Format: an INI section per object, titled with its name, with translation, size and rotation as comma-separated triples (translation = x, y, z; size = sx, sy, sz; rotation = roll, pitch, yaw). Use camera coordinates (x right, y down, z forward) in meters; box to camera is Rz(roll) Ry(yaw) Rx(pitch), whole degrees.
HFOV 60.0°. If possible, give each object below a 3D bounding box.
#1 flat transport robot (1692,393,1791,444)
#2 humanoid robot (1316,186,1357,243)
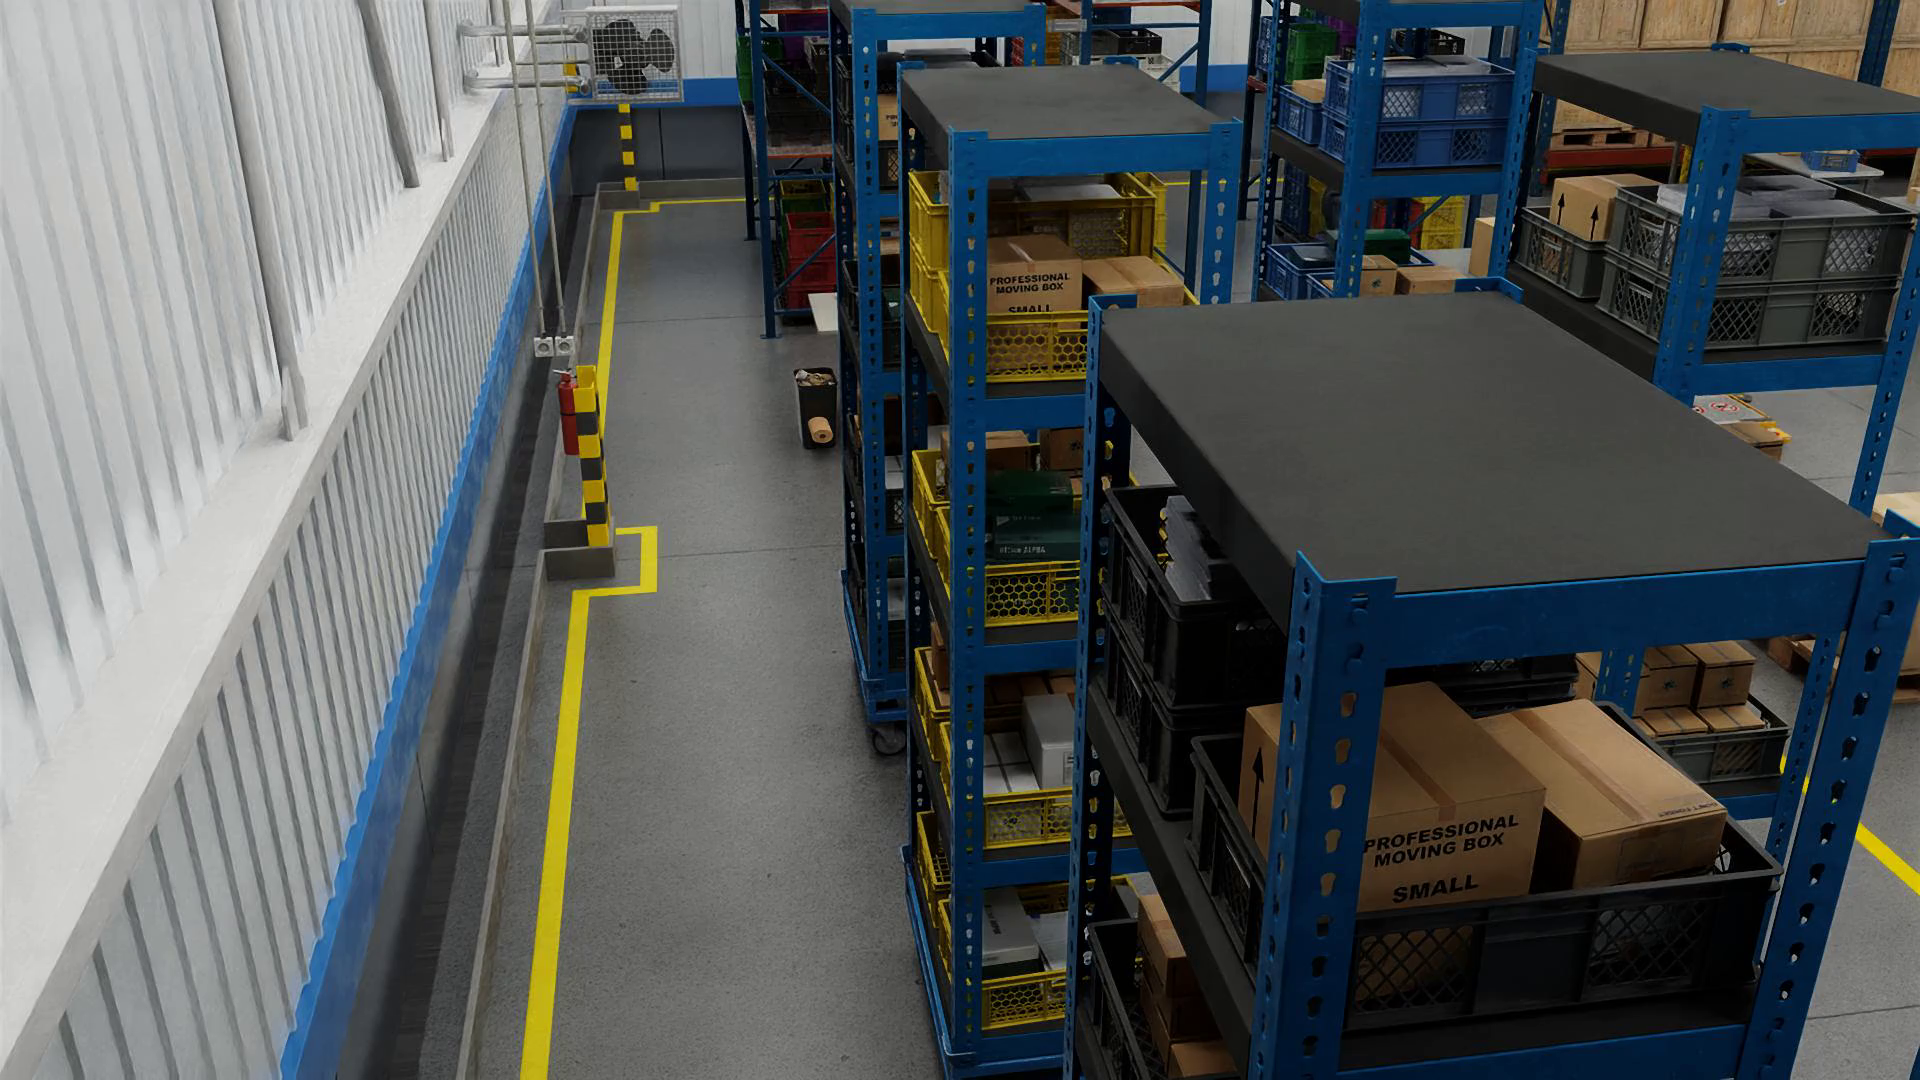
[flat transport robot]
translation = 5.224, -0.859, 12.132
size = 1.431, 0.197, 0.652
rotation = -4, 25, -8
[humanoid robot]
translation = 3.089, -2.343, 13.706
size = 0.324, 1.637, 0.616
rotation = 9, 26, 19
